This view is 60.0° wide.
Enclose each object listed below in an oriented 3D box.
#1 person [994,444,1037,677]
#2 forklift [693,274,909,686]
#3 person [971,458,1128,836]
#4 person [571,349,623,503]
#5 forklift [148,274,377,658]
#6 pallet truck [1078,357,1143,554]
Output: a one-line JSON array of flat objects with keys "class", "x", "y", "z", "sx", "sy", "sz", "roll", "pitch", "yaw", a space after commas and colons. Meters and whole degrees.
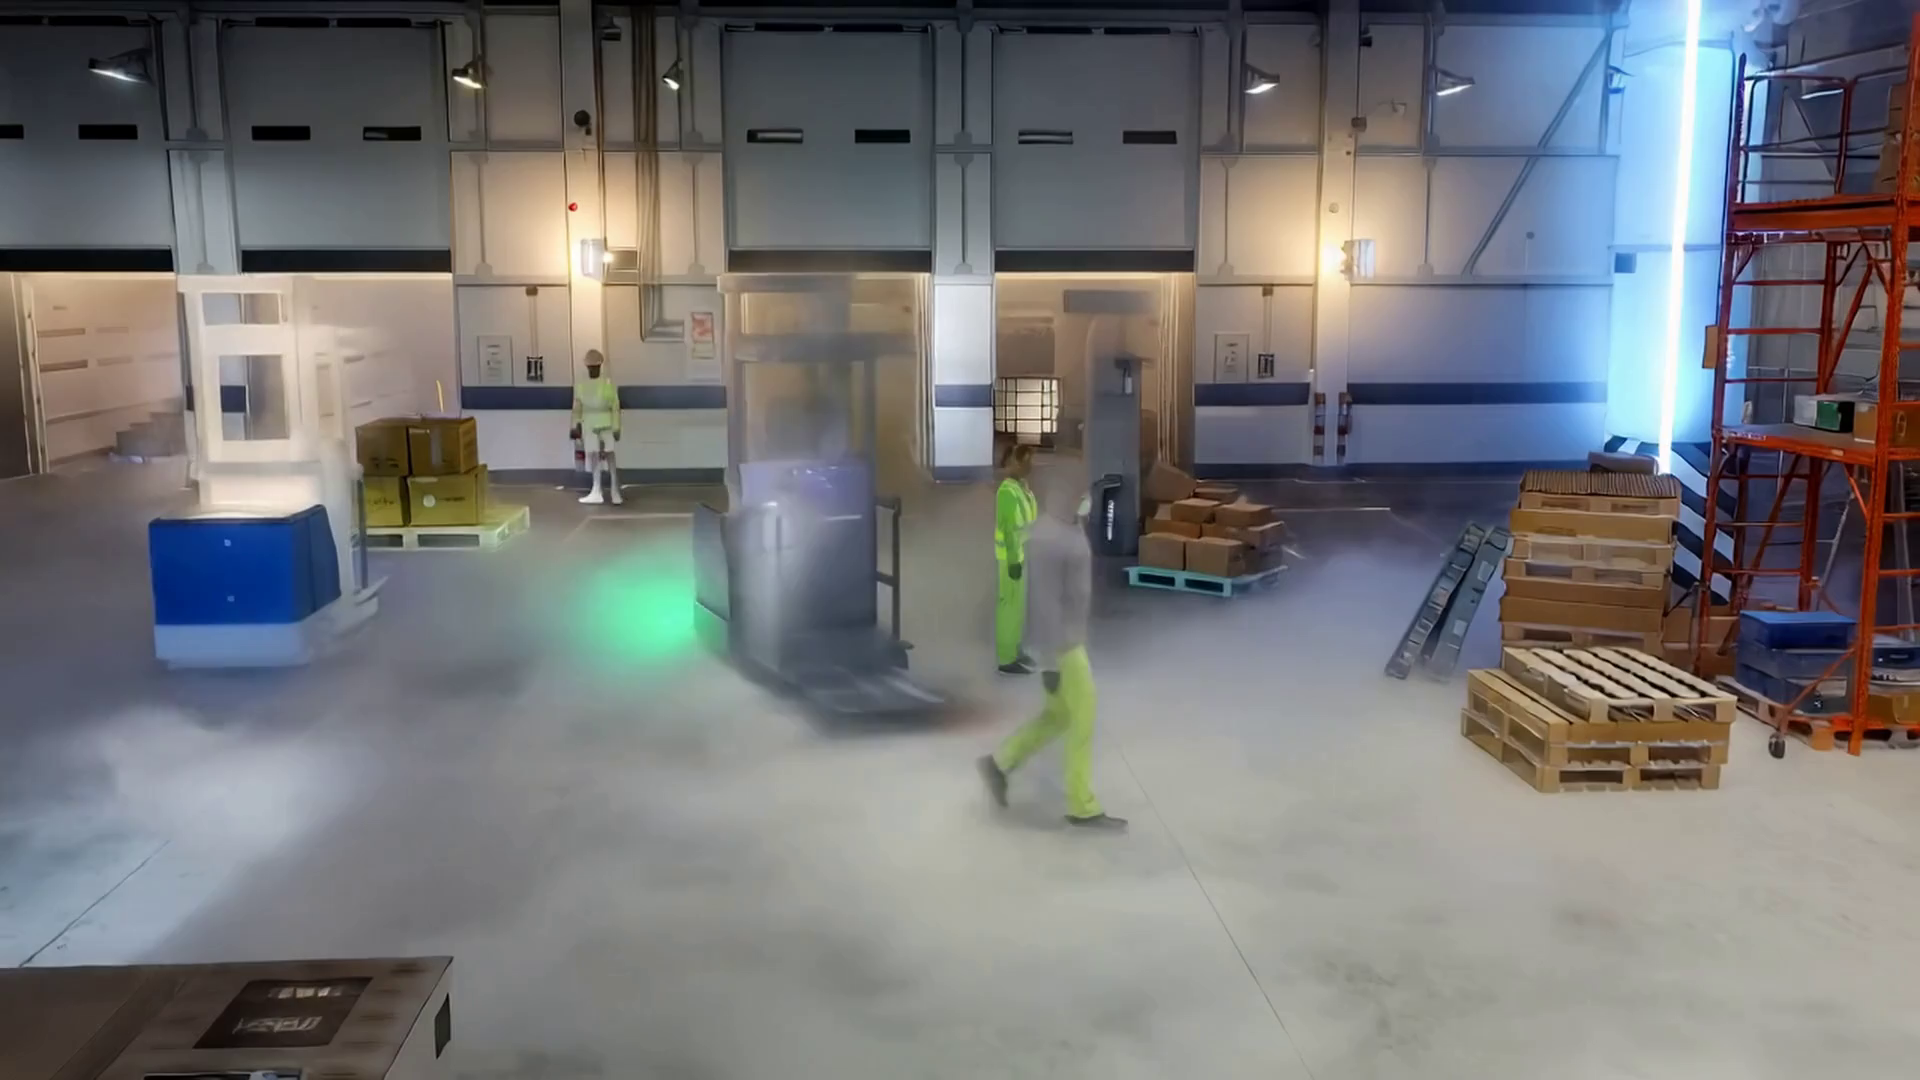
[{"class": "person", "x": 0.390, "y": 0.135, "z": 11.782, "sx": 0.307, "sy": 1.641, "sz": 0.511, "roll": 2, "pitch": 9, "yaw": 12}, {"class": "forklift", "x": -1.241, "y": -0.536, "z": 12.112, "sx": 1.129, "sy": 2.768, "sz": 1.873, "roll": -4, "pitch": 10, "yaw": -23}, {"class": "person", "x": 0.459, "y": 0.535, "z": 8.387, "sx": 0.756, "sy": 1.922, "sz": 0.635, "roll": 2, "pitch": 9, "yaw": 10}, {"class": "person", "x": -4.486, "y": -1.401, "z": 20.564, "sx": 0.641, "sy": 1.922, "sz": 0.501, "roll": 1, "pitch": 9, "yaw": 9}, {"class": "forklift", "x": -5.344, "y": -0.626, "z": 12.678, "sx": 1.129, "sy": 2.768, "sz": 1.873, "roll": -1, "pitch": 9, "yaw": -4}, {"class": "pallet truck", "x": 2.088, "y": -0.836, "z": 16.757, "sx": 1.885, "sy": 1.965, "sz": 0.823, "roll": 2, "pitch": 9, "yaw": 13}]
